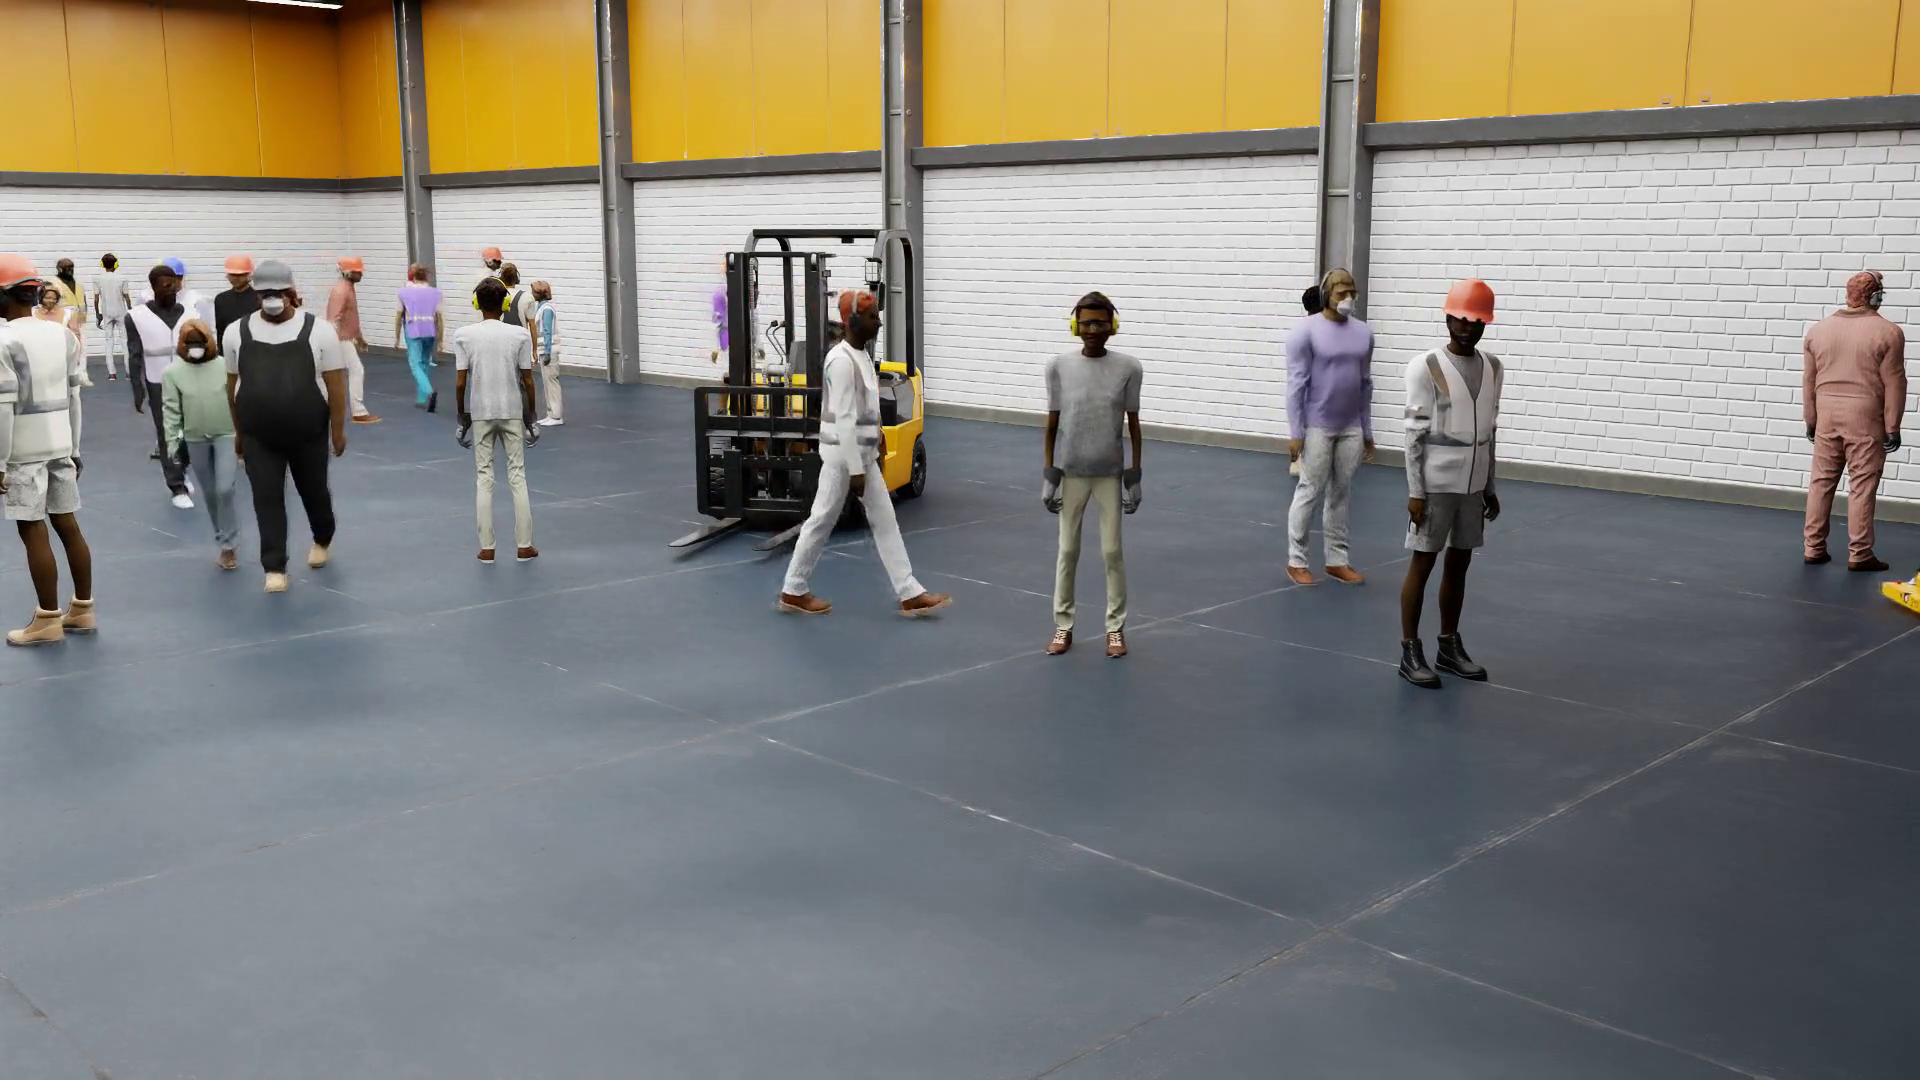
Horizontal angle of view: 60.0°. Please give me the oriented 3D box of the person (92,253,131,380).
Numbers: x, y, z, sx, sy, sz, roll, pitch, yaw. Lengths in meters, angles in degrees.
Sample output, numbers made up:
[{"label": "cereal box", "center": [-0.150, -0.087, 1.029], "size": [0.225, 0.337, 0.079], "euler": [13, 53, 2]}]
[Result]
[{"label": "person", "center": [-12.513, -3.298, 24.595], "size": [0.521, 1.873, 0.335], "euler": [-3, 11, -14]}]

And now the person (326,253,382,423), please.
[{"label": "person", "center": [-7.121, -2.276, 18.857], "size": [0.899, 1.945, 0.634], "euler": [-3, 11, -15]}]

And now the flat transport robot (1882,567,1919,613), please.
[{"label": "flat transport robot", "center": [6.064, 0.303, 9.318], "size": [1.431, 0.197, 0.652], "euler": [1, 10, 7]}]

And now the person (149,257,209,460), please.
[{"label": "person", "center": [-7.426, -1.707, 15.789], "size": [0.611, 1.914, 0.908], "euler": [1, 10, 3]}]

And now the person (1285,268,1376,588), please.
[{"label": "person", "center": [2.258, -0.681, 10.141], "size": [0.632, 1.940, 0.361], "euler": [-5, 12, -27]}]

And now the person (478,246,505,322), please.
[{"label": "person", "center": [-6.577, -3.144, 23.459], "size": [0.445, 1.974, 0.640], "euler": [-2, 11, -12]}]

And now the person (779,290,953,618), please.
[{"label": "person", "center": [-0.572, -0.458, 9.225], "size": [1.008, 1.831, 0.590], "euler": [2, 11, 13]}]

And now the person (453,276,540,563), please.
[{"label": "person", "center": [-3.023, -0.779, 10.864], "size": [0.532, 1.868, 0.310], "euler": [-2, 11, -13]}]

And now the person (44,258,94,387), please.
[{"label": "person", "center": [-12.632, -3.066, 23.482], "size": [0.701, 1.823, 0.631], "euler": [5, 11, 24]}]

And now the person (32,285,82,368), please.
[{"label": "person", "center": [-9.503, -1.863, 17.452], "size": [0.530, 1.619, 0.512], "euler": [-6, 12, -29]}]

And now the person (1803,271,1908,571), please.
[{"label": "person", "center": [5.717, -0.756, 10.634], "size": [0.408, 1.909, 0.642], "euler": [-7, 12, -33]}]

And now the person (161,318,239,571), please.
[{"label": "person", "center": [-4.790, -0.603, 10.587], "size": [0.515, 1.608, 0.645], "euler": [-2, 11, -9]}]

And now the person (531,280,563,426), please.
[{"label": "person", "center": [-4.646, -2.095, 18.694], "size": [0.320, 1.628, 0.508], "euler": [-5, 11, -24]}]

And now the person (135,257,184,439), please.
[{"label": "person", "center": [-8.275, -1.992, 17.381], "size": [0.619, 1.900, 0.434], "euler": [-3, 11, -18]}]

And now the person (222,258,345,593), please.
[{"label": "person", "center": [-4.143, -0.753, 10.253], "size": [0.686, 2.000, 0.923], "euler": [-3, 11, -14]}]

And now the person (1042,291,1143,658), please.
[{"label": "person", "center": [0.672, -0.320, 8.411], "size": [0.507, 1.855, 0.351], "euler": [1, 10, 7]}]

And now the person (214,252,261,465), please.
[{"label": "person", "center": [-6.586, -1.642, 15.289], "size": [0.616, 1.964, 0.781], "euler": [0, 10, -1]}]

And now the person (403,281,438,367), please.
[{"label": "person", "center": [-8.771, -3.618, 26.970], "size": [0.513, 1.640, 0.309], "euler": [2, 11, 13]}]

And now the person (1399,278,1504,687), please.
[{"label": "person", "center": [2.354, -0.268, 7.903], "size": [0.544, 1.933, 0.376], "euler": [-5, 11, -23]}]

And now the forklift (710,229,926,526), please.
[{"label": "forklift", "center": [-1.050, -1.319, 12.920], "size": [1.214, 2.155, 2.313], "euler": [2, 11, 13]}]

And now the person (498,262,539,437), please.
[{"label": "person", "center": [-4.713, -1.994, 17.551], "size": [0.508, 1.846, 0.345], "euler": [-3, 11, -15]}]

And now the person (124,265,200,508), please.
[{"label": "person", "center": [-6.247, -1.219, 13.155], "size": [0.664, 1.905, 0.614], "euler": [9, 14, 42]}]

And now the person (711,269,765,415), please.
[{"label": "person", "center": [-2.386, -2.144, 18.244], "size": [0.972, 1.884, 0.572], "euler": [8, 13, 37]}]

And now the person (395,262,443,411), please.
[{"label": "person", "center": [-6.560, -2.476, 20.276], "size": [0.571, 1.813, 0.814], "euler": [-9, 14, -40]}]

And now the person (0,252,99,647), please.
[{"label": "person", "center": [-4.844, -0.463, 8.665], "size": [0.391, 2.040, 0.615], "euler": [2, 11, 12]}]

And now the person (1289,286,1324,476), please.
[{"label": "person", "center": [3.114, -1.411, 14.806], "size": [0.318, 1.695, 0.533], "euler": [4, 11, 21]}]
